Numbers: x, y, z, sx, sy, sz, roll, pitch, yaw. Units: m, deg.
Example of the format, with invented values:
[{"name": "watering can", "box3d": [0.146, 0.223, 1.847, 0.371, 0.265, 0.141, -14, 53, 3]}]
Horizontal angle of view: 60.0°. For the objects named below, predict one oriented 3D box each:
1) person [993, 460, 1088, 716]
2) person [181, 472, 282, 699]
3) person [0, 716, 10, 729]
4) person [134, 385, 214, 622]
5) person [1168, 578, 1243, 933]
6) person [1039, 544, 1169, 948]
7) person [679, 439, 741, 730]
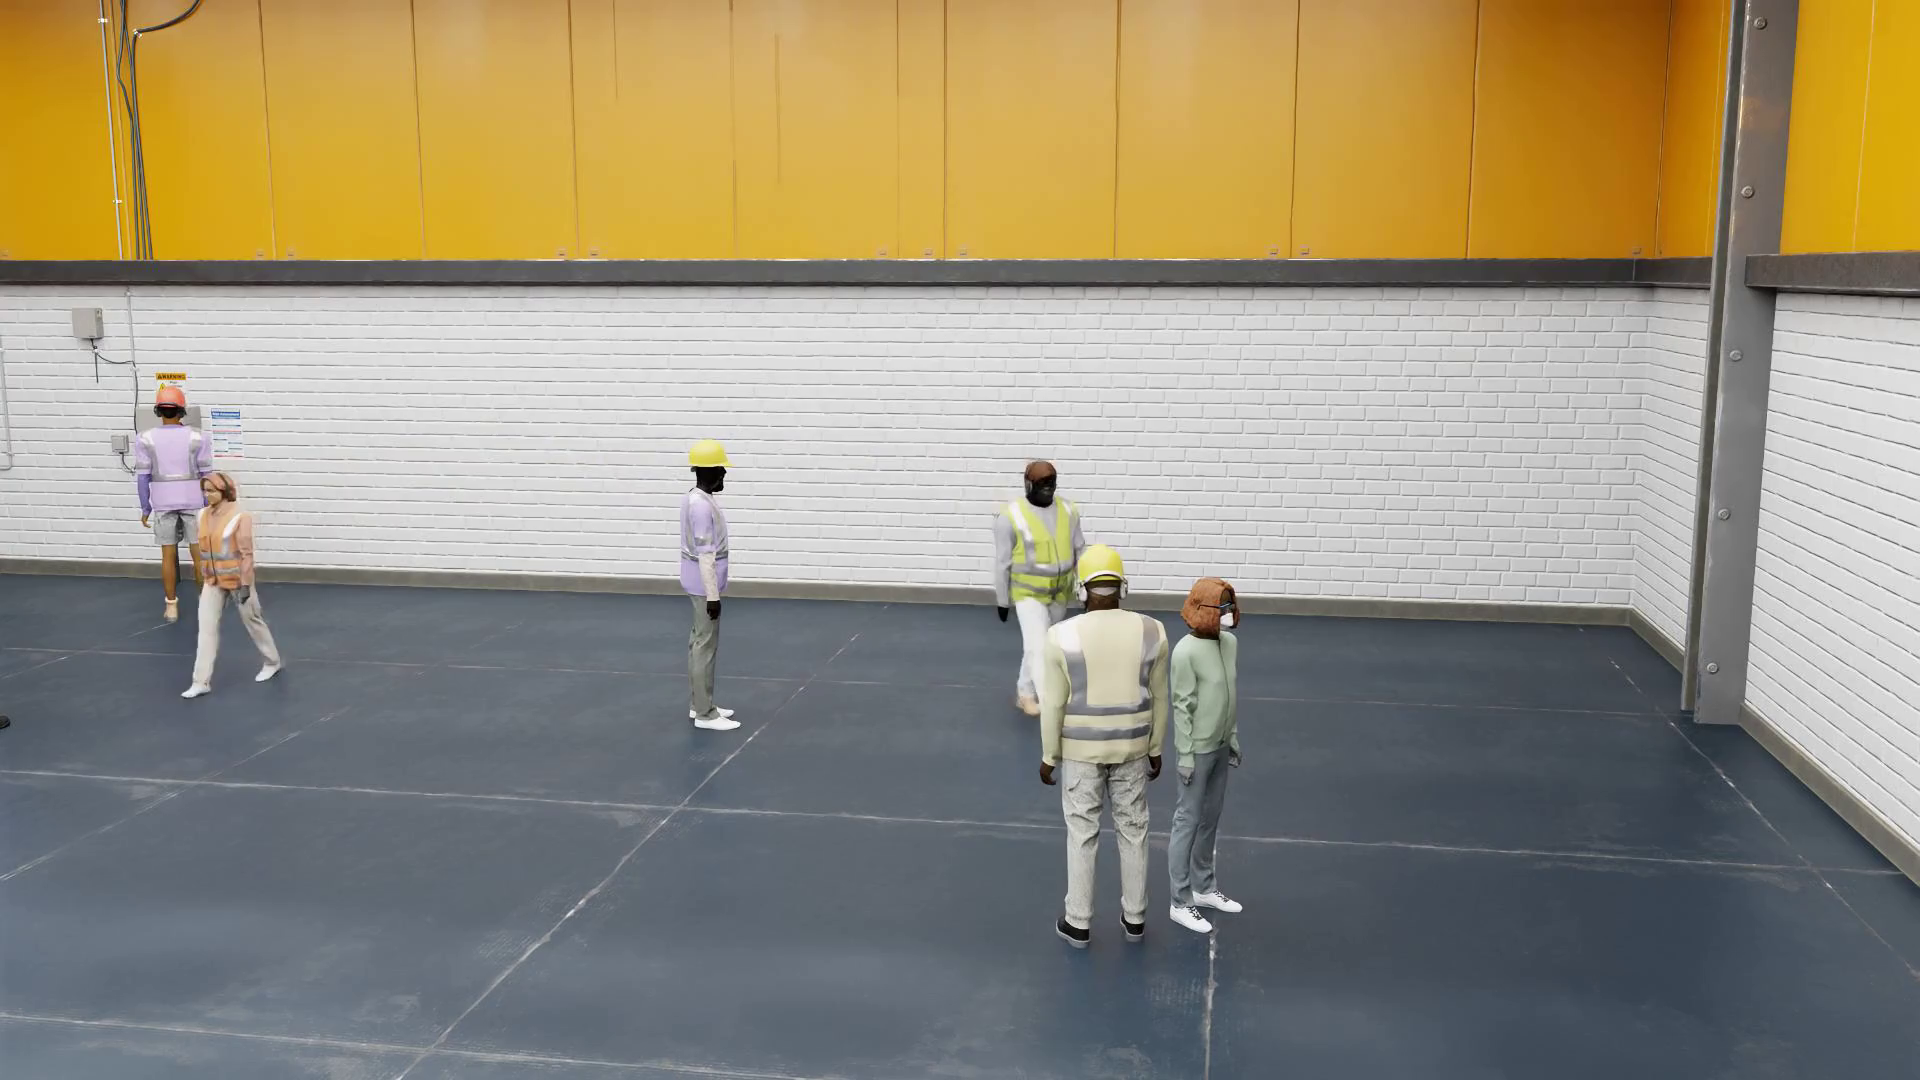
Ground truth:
[{"name": "person", "box3d": [0.561, 0.360, 11.046, 0.620, 1.795, 0.964, -5, 11, -30]}, {"name": "person", "box3d": [-5.281, 0.296, 12.038, 0.530, 1.596, 0.851, 3, 10, 19]}, {"name": "person", "box3d": [-6.574, 0.319, 10.848, 0.545, 1.939, 0.354, 1, 9, 6]}, {"name": "person", "box3d": [-6.787, -0.314, 14.426, 0.609, 2.044, 0.394, -4, 10, -21]}, {"name": "person", "box3d": [1.148, 0.977, 7.724, 0.283, 1.633, 0.500, 7, 12, 37]}, {"name": "person", "box3d": [0.638, 0.924, 7.469, 0.589, 1.822, 0.403, -2, 9, -11]}, {"name": "person", "box3d": [-1.670, 0.292, 11.040, 0.362, 1.928, 0.587, -2, 9, -14]}]
